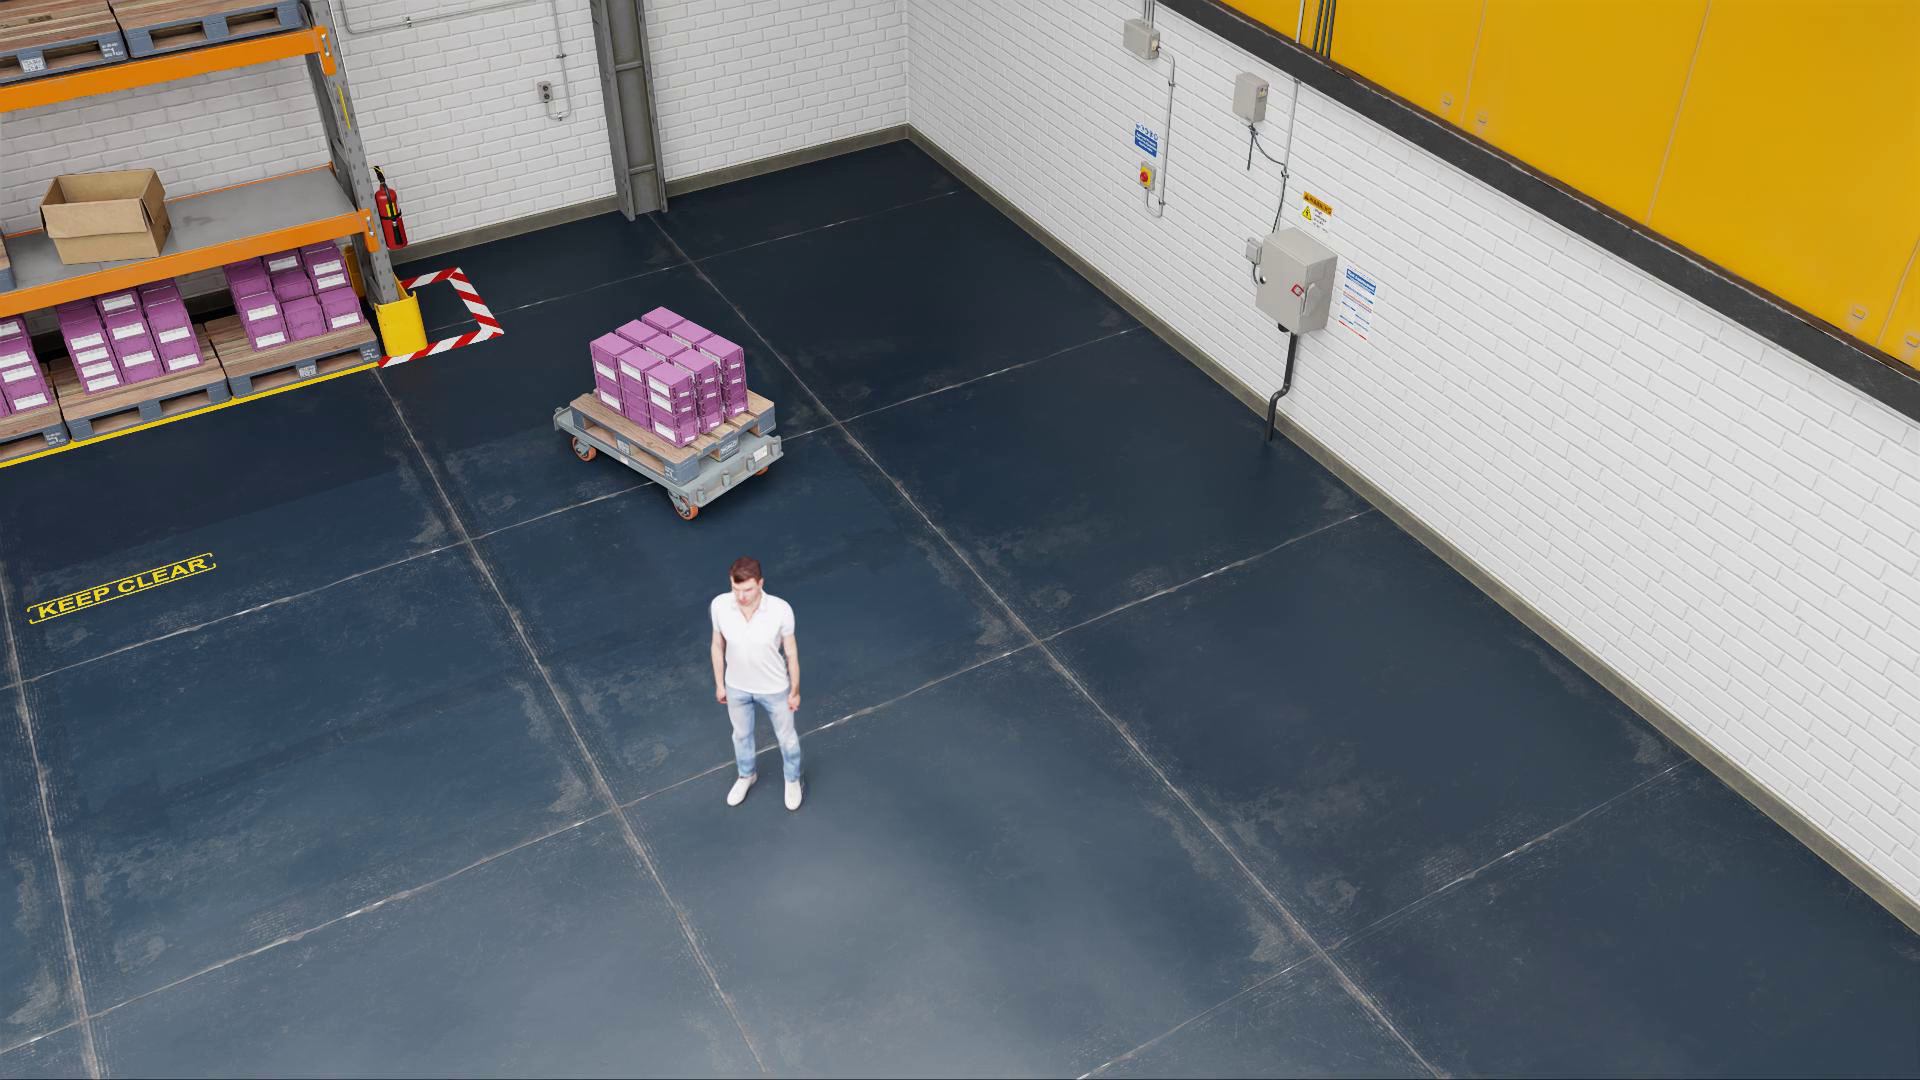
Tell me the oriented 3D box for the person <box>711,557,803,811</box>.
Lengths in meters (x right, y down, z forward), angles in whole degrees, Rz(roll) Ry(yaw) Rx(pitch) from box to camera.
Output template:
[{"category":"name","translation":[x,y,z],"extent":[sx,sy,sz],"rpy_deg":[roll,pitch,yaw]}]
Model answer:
[{"category":"person","translation":[-1.163,0.813,9.582],"extent":[0.690,1.850,0.785],"rpy_deg":[5,39,6]}]
